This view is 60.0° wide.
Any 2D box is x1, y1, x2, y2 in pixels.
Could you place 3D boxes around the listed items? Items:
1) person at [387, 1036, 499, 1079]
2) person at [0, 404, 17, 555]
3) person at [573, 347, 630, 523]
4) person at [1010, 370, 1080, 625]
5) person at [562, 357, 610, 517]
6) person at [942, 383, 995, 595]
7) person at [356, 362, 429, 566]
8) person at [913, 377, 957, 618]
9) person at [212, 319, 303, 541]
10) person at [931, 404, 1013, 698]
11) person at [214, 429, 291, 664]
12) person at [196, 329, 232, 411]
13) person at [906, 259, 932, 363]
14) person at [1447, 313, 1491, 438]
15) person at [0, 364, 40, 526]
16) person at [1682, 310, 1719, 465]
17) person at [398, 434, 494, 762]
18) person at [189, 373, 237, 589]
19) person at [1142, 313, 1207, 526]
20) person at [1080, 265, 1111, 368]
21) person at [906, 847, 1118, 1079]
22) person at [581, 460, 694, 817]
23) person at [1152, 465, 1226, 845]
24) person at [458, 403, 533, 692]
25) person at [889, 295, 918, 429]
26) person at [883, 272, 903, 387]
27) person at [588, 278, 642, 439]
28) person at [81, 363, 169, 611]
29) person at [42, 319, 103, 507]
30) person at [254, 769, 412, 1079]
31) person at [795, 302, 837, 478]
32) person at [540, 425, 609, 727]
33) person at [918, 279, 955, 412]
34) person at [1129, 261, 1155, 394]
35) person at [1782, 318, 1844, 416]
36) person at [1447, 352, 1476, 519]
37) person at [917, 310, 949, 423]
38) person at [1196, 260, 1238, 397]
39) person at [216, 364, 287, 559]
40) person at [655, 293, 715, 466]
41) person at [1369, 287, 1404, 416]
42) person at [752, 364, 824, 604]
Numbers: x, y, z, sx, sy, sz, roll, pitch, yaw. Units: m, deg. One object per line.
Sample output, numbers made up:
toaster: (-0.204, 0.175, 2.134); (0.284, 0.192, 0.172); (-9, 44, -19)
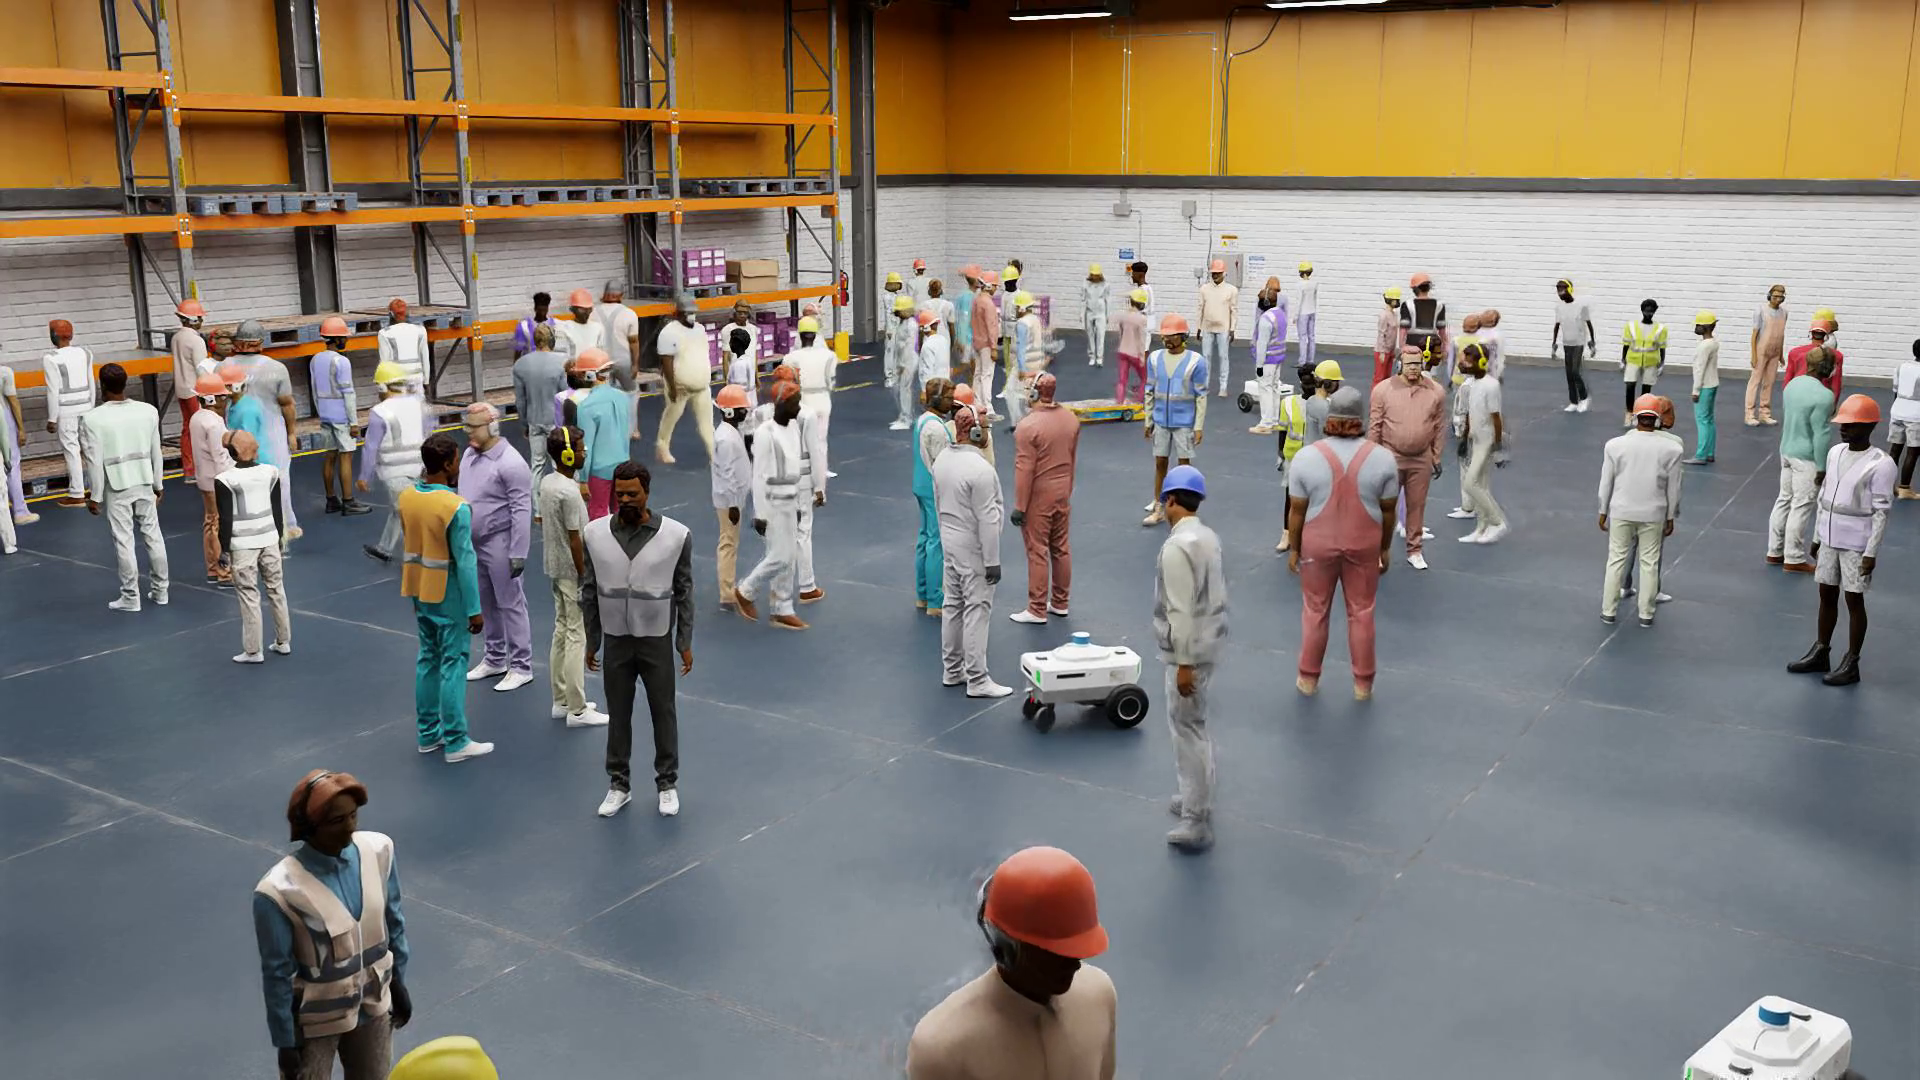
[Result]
person: (-1.041, 1.842, 3.436); (0.341, 1.760, 0.525); (-4, 14, -19)
person: (-8.544, -0.649, 14.499); (0.511, 1.640, 0.308); (-10, 16, -36)
person: (-2.864, -0.549, 13.313); (0.405, 1.986, 0.618); (6, 14, 26)
person: (0.604, -0.321, 12.483); (0.402, 1.913, 0.639); (12, 18, 42)
person: (-3.093, -0.657, 14.188); (0.806, 1.819, 0.631); (4, 14, 18)
person: (0.000, -0.341, 12.913); (0.572, 1.749, 0.343); (2, 13, 10)
person: (-4.769, -0.595, 13.926); (0.913, 1.782, 0.608); (6, 14, 23)
person: (-0.179, -0.325, 12.661); (0.345, 1.839, 0.506); (-4, 14, -17)
person: (-6.370, -0.998, 15.135); (0.689, 2.000, 0.539); (-1, 13, -6)
person: (0.085, 0.070, 10.796); (0.410, 1.909, 0.643); (-8, 15, -30)
person: (-4.894, 0.043, 11.503); (0.307, 1.636, 0.525); (7, 15, 28)
person: (-7.153, -1.123, 16.114); (0.391, 1.841, 0.564); (1, 13, 6)
person: (-0.685, -3.903, 28.361); (0.564, 1.752, 0.337); (-8, 15, -31)
person: (6.090, -1.896, 19.932); (0.536, 1.632, 0.407); (9, 16, 33)
person: (-9.125, -1.047, 15.775); (0.505, 1.846, 0.346); (0, 13, 2)
person: (8.461, -1.737, 18.976); (0.361, 1.760, 0.521); (10, 16, 37)
person: (-3.008, 0.339, 9.630); (0.593, 1.911, 0.383); (10, 16, 37)
person: (-6.027, -0.483, 13.527); (0.330, 1.750, 0.573); (-11, 17, -39)
person: (2.003, -1.112, 15.624); (0.610, 2.043, 0.397); (8, 15, 31)
person: (2.243, -3.720, 27.693); (0.500, 1.695, 0.873); (2, 13, 8)
person: (0.083, 1.618, 3.995); (0.622, 1.962, 0.833); (-9, 16, -34)
person: (-1.702, 0.518, 8.828); (0.588, 1.920, 0.392); (0, 13, 0)
person: (1.162, 0.590, 8.572); (0.452, 1.896, 0.773); (5, 14, 21)
person: (-3.084, 0.042, 10.922); (0.652, 1.905, 0.403); (11, 17, 41)
person: (-0.740, -2.278, 21.371); (0.361, 1.730, 0.523); (-5, 14, -22)
person: (-0.996, -3.203, 25.352); (0.294, 1.744, 0.487); (4, 14, 18)
person: (-4.224, -2.210, 20.393); (0.701, 2.000, 0.562); (2, 13, 8)
person: (-6.419, -0.404, 12.824); (0.391, 1.920, 0.587); (9, 16, 33)
person: (-8.903, -1.270, 16.662); (0.356, 1.882, 0.574); (4, 14, 16)
person: (-1.955, 1.493, 5.237); (0.318, 1.630, 0.512); (7, 15, 29)
person: (-1.574, -1.641, 18.207); (0.409, 1.911, 0.651); (-5, 14, -19)
person: (-2.382, 0.221, 10.224); (0.326, 1.872, 0.518); (-8, 15, -33)
person: (-0.322, -2.629, 22.654); (0.504, 1.840, 0.345); (-1, 13, -5)
person: (2.688, -3.141, 24.621); (0.380, 1.957, 0.604); (3, 13, 12)
person: (9.313, -1.552, 18.203); (0.574, 1.740, 0.355); (7, 15, 28)
person: (4.941, -1.024, 16.155); (0.318, 1.630, 0.513); (7, 15, 27)
person: (-0.334, -1.766, 19.115); (0.338, 1.742, 0.562); (5, 14, 20)
person: (3.748, -3.096, 24.336); (0.612, 1.995, 0.377); (6, 14, 23)
person: (-6.172, -0.641, 14.274); (0.637, 1.726, 0.595); (-11, 17, -39)
person: (-3.110, -1.841, 18.790); (1.049, 2.000, 0.681); (12, 17, 41)
person: (5.772, -2.532, 22.416); (0.350, 1.758, 0.522); (9, 15, 33)
person: (-1.336, -0.433, 13.024); (0.573, 1.886, 0.354); (4, 14, 17)
